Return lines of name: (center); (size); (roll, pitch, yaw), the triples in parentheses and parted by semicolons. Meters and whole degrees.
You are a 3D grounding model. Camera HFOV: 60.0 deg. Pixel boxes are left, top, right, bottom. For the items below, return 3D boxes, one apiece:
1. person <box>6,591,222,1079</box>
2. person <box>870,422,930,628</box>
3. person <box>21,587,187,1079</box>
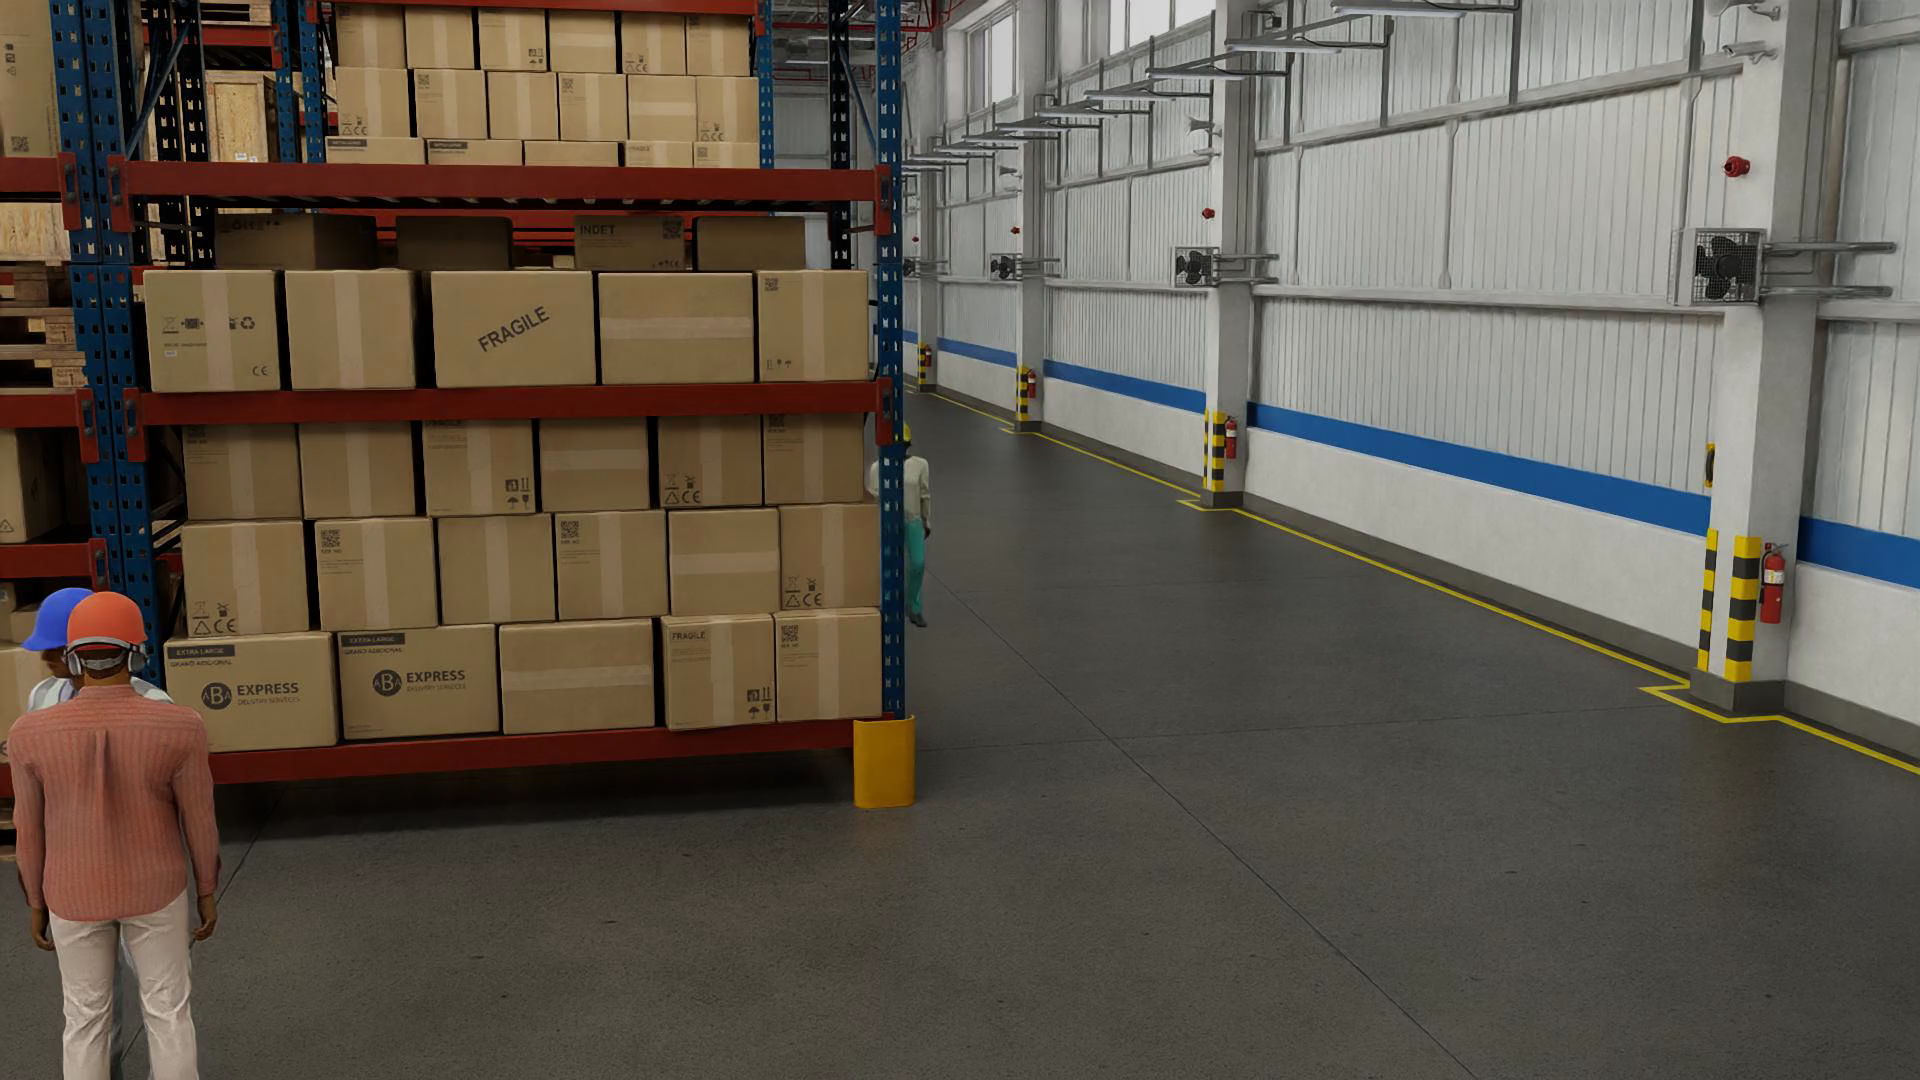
person: (-2.768, 1.154, 5.505); (0.608, 1.986, 0.400); (-3, 10, -19)
person: (-0.487, -0.125, 14.020); (0.547, 1.743, 0.671); (-2, 10, -15)
person: (-3.005, 1.114, 5.857); (0.607, 1.943, 0.403); (3, 10, 17)
